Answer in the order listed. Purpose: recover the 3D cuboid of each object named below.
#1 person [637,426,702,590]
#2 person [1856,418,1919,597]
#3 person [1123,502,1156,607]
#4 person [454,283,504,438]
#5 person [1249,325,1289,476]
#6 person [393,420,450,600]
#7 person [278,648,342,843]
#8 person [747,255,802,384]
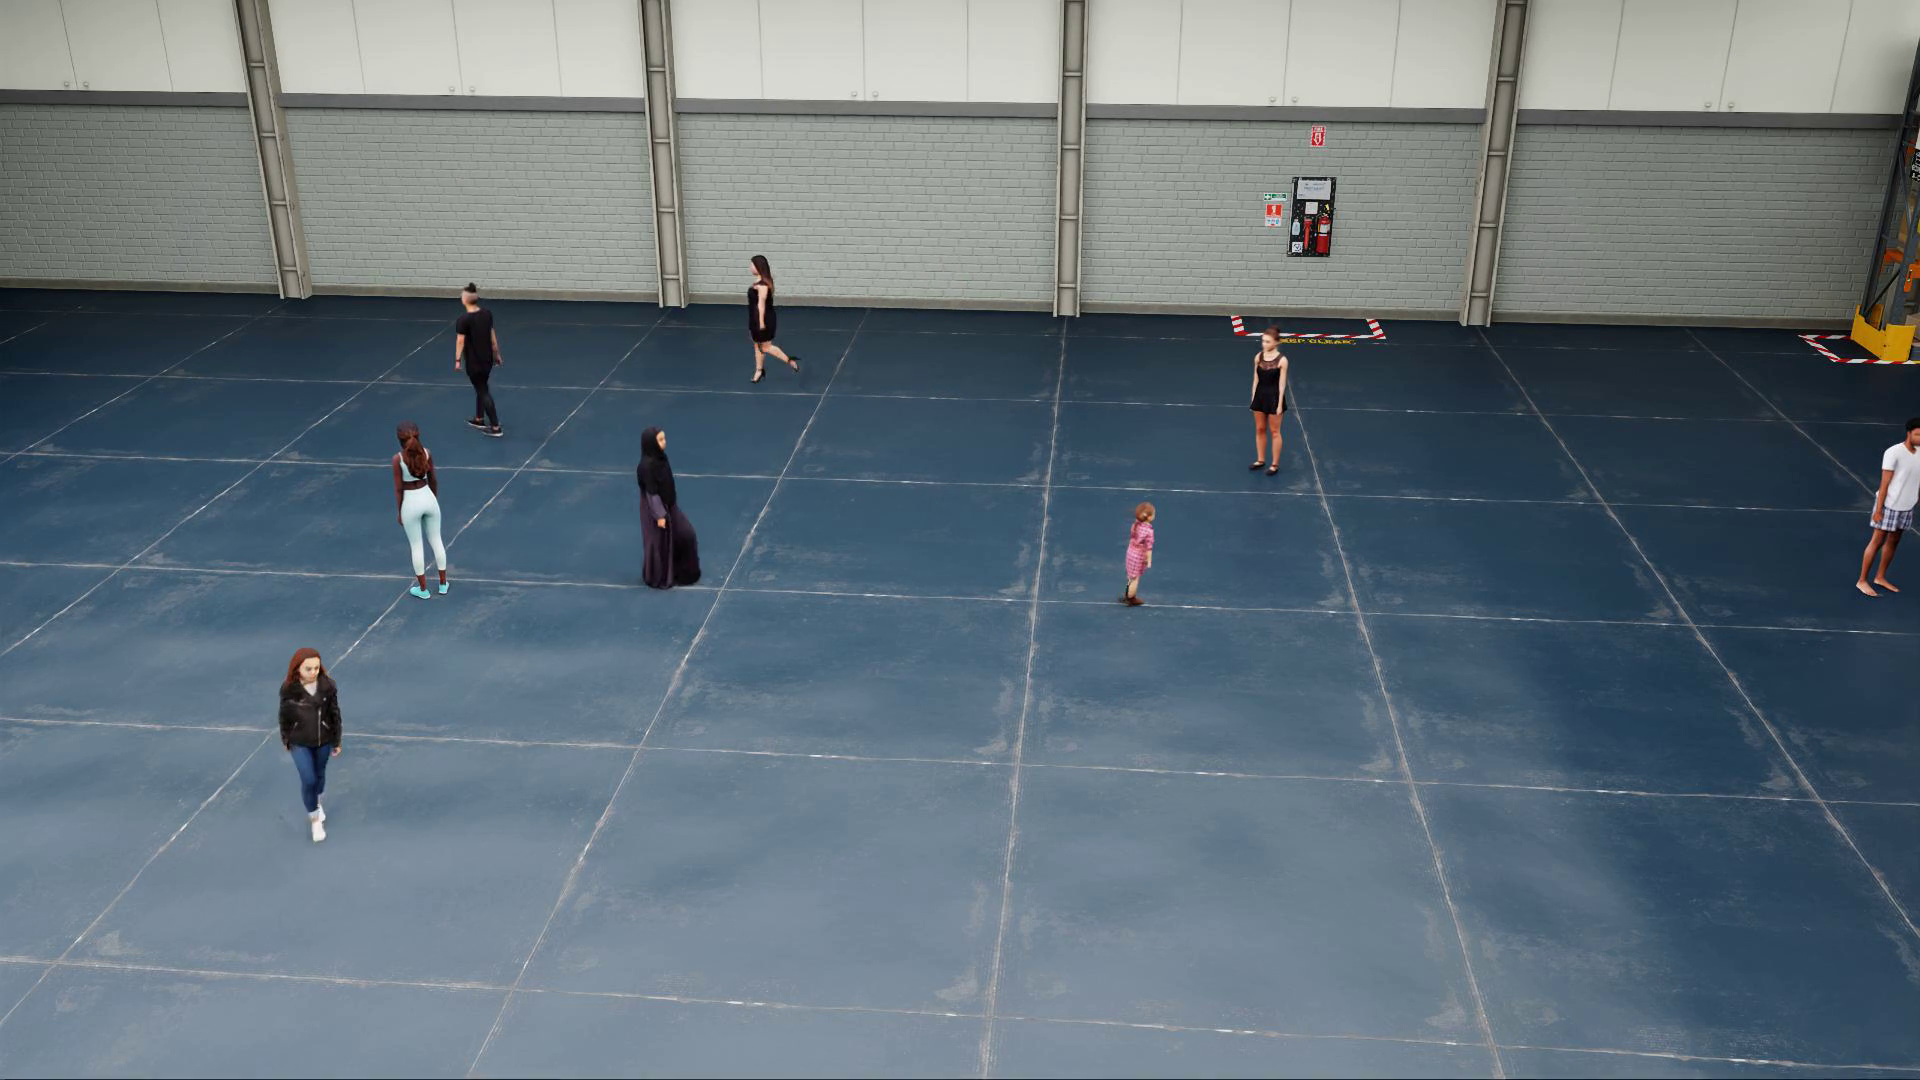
[{"bbox_3d":[-2.902,-0.311,15.666,0.879,1.609,0.749,9,25,20],"label":"person"},{"bbox_3d":[8.761,-0.337,15.573,0.614,1.731,0.755,-8,24,-18],"label":"person"},{"bbox_3d":[1.629,0.136,15.386,0.586,1.007,0.528,-14,27,-29],"label":"person"},{"bbox_3d":[-5.604,-2.114,19.609,0.995,1.842,0.894,10,25,23],"label":"person"},{"bbox_3d":[3.452,-1.572,18.540,0.677,1.681,0.753,20,30,39],"label":"person"},{"bbox_3d":[-5.031,-0.292,15.474,0.646,1.725,0.708,-18,29,-35],"label":"person"},{"bbox_3d":[-4.662,1.389,11.871,0.816,1.451,0.845,-10,25,-22],"label":"person"},{"bbox_3d":[-2.451,-2.815,21.443,0.928,1.698,0.693,0,23,1],"label":"person"}]
